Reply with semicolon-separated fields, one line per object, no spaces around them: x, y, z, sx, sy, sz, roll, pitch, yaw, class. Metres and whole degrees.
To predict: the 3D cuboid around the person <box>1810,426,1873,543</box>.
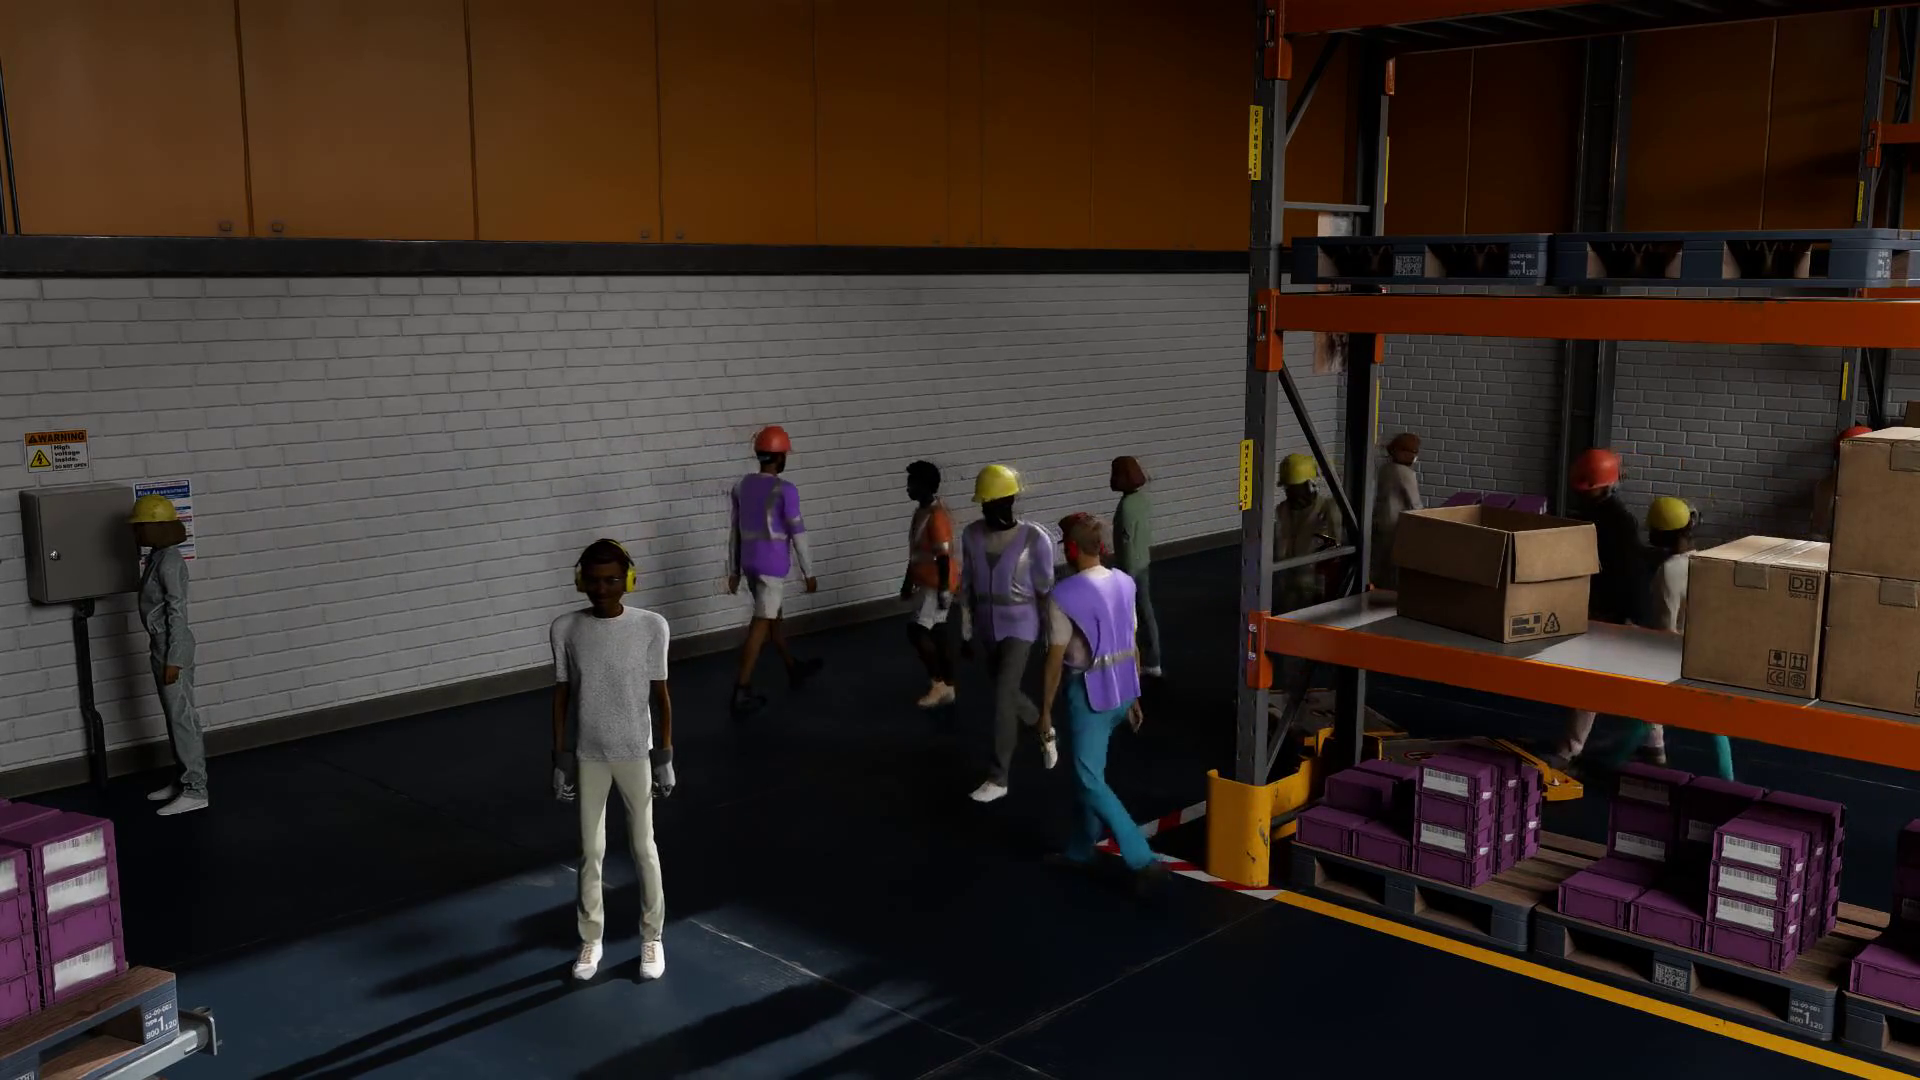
5.779;0.218;10.902;0.376;1.933;0.551;1;9;5;person

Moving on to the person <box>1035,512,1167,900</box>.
0.693;0.782;7.841;0.779;1.812;0.570;8;12;39;person

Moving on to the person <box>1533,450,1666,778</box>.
3.787;0.424;9.716;0.885;1.917;0.677;2;9;10;person

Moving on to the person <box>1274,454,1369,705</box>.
2.337;0.318;10.785;0.850;1.790;0.641;-8;12;-40;person

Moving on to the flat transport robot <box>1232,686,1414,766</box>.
2.230;1.144;10.309;0.652;0.197;1.431;-2;9;-9;flat transport robot

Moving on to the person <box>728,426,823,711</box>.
-1.249;0.173;11.312;0.558;1.878;1.009;8;12;41;person

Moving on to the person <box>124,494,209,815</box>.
-4.322;0.616;9.046;0.301;1.743;0.493;-6;11;-32;person

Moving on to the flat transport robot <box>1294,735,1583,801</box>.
2.677;1.301;9.349;1.431;0.197;0.652;-2;9;-10;flat transport robot

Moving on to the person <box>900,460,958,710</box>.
-0.213;0.307;11.122;0.444;1.678;0.526;-2;9;-9;person

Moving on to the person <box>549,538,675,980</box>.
-1.445;0.908;6.908;0.514;1.861;0.316;0;9;-2;person

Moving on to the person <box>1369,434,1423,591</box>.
3.709;-0.100;13.914;0.787;1.588;0.527;-2;10;-13;person

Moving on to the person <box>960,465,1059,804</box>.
0.319;0.487;9.441;0.604;1.886;0.879;8;12;42;person

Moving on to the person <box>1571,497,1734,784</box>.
3.922;0.607;9.216;0.544;1.699;0.925;-8;12;-40;person

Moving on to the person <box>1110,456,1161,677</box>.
1.137;0.196;12.051;0.748;1.606;0.507;4;10;24;person
